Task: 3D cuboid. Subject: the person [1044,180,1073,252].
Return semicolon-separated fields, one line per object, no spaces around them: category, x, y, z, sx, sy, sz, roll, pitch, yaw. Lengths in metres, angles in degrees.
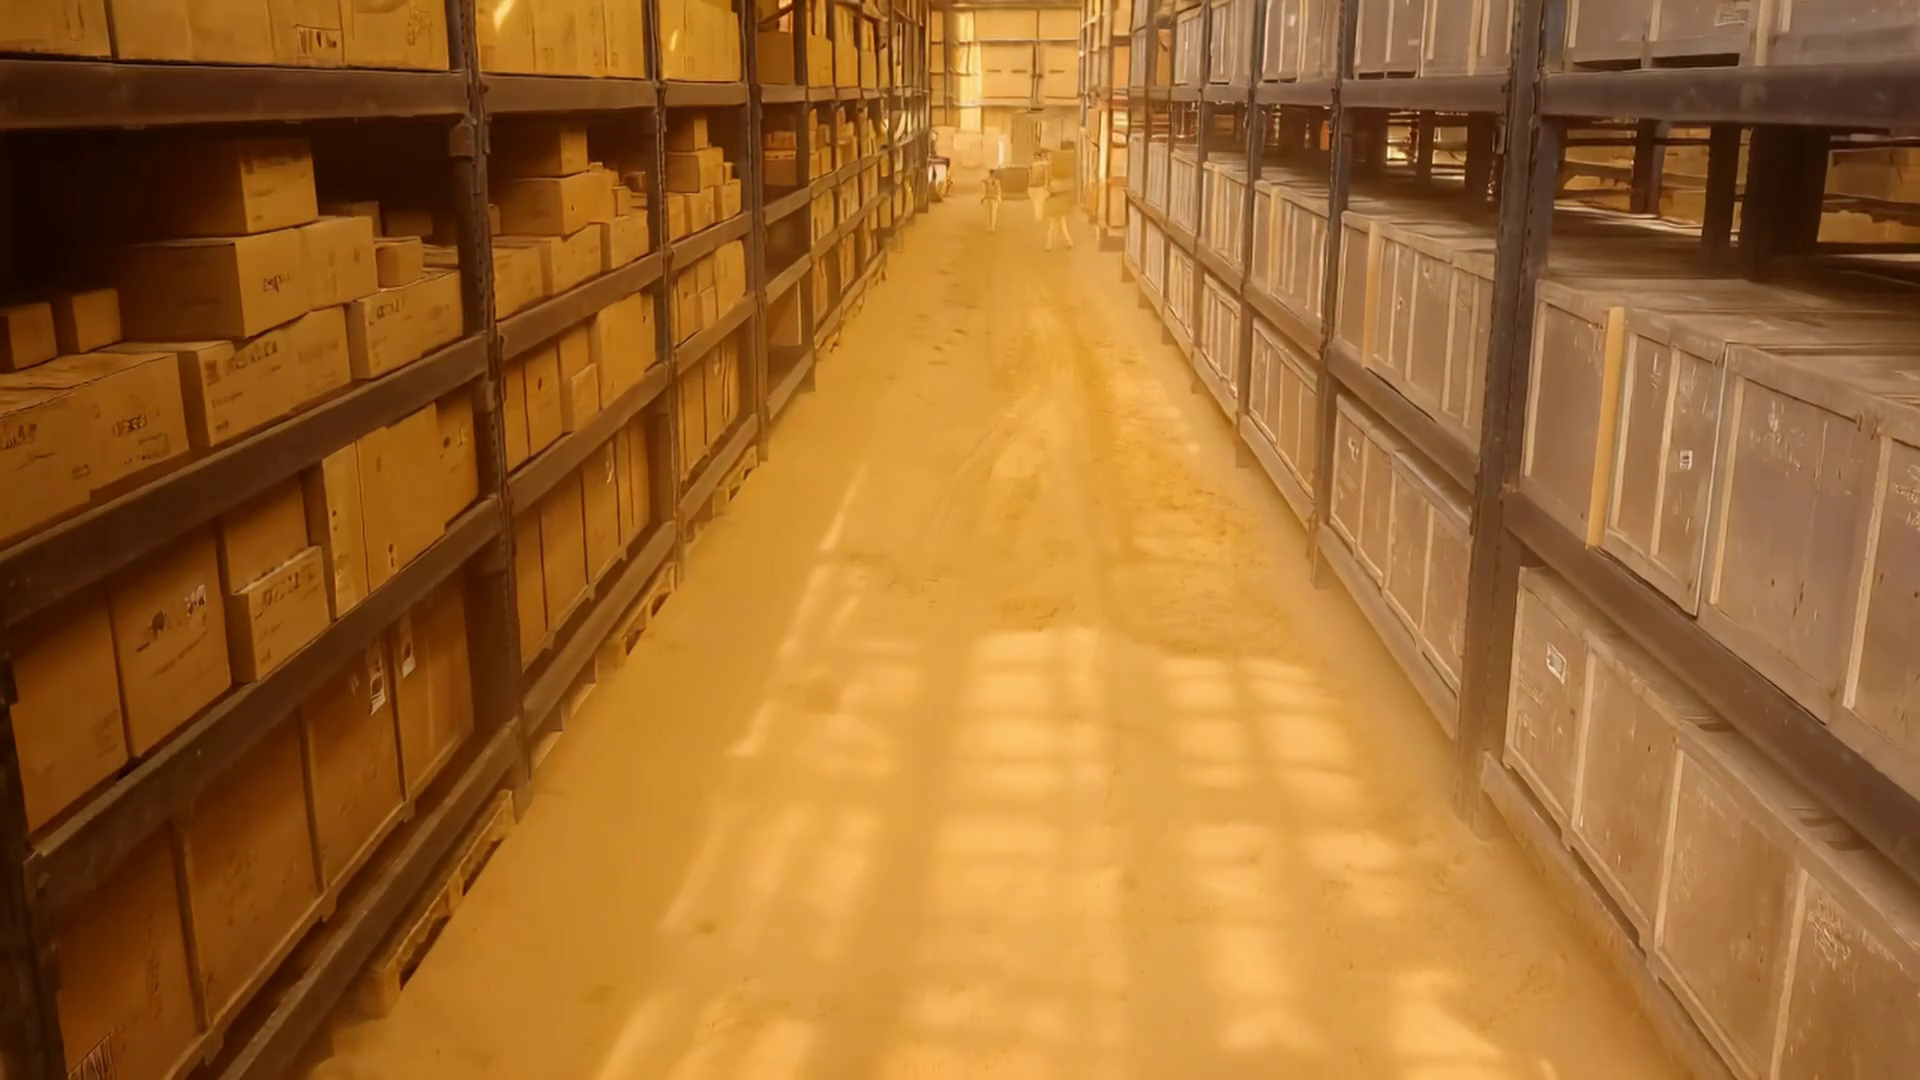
person;2.219;-7.209;37.029;0.505;1.603;0.713;-9;18;-31

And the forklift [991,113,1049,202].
forklift;1.999;-12.572;54.566;1.873;2.768;1.129;-14;20;-42

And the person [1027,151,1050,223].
person;2.156;-9.696;45.666;0.621;1.948;1.039;1;15;4

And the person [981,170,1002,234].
person;0.820;-8.566;42.082;0.527;1.605;0.810;4;16;16

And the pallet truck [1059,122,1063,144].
pallet truck;5.788;-21.111;88.014;1.885;1.965;0.823;5;16;18

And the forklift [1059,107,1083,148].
forklift;5.229;-18.742;77.524;1.129;2.768;1.873;-7;17;-26
